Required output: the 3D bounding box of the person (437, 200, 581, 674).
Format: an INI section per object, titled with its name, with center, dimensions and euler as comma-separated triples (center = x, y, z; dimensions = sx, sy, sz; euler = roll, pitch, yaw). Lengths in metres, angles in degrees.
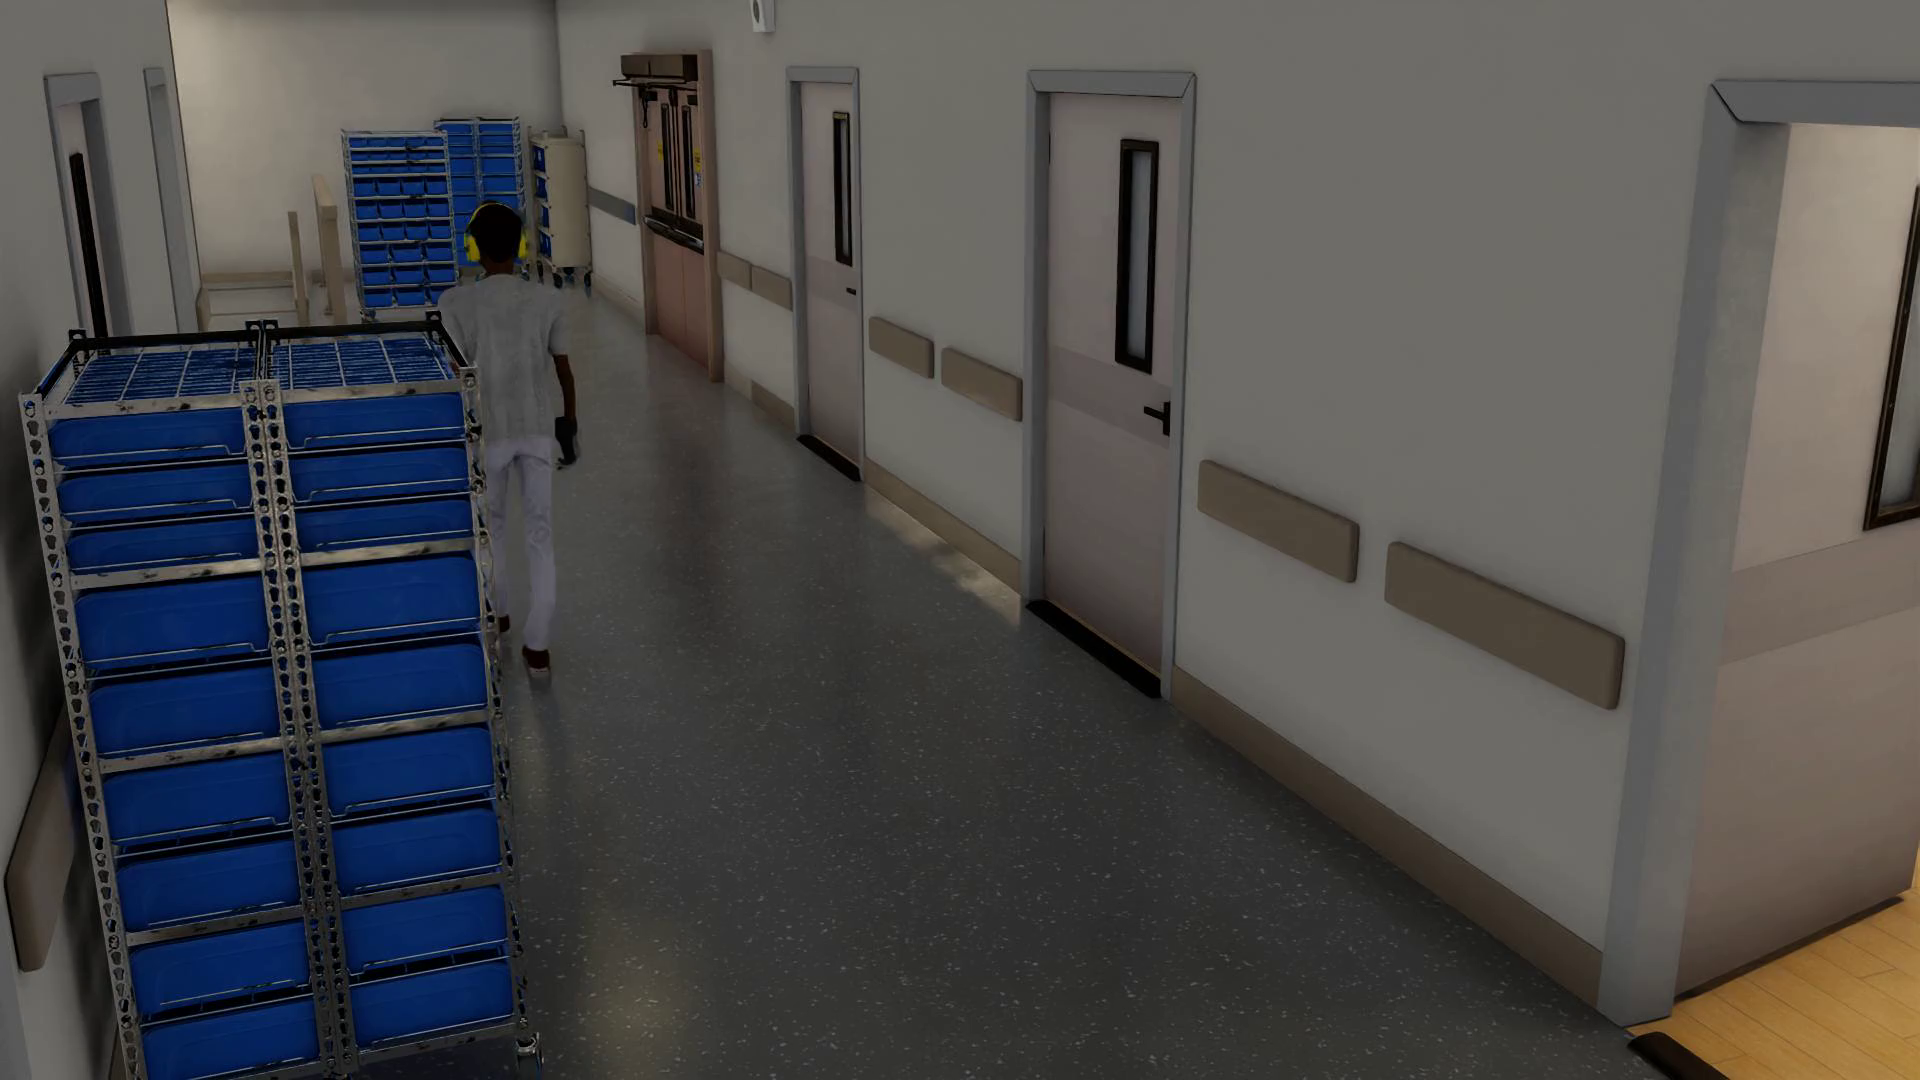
[person]
center = -1.824, -0.435, 6.713
dimensions = 0.554, 1.837, 0.861
euler = -6, 17, -20
